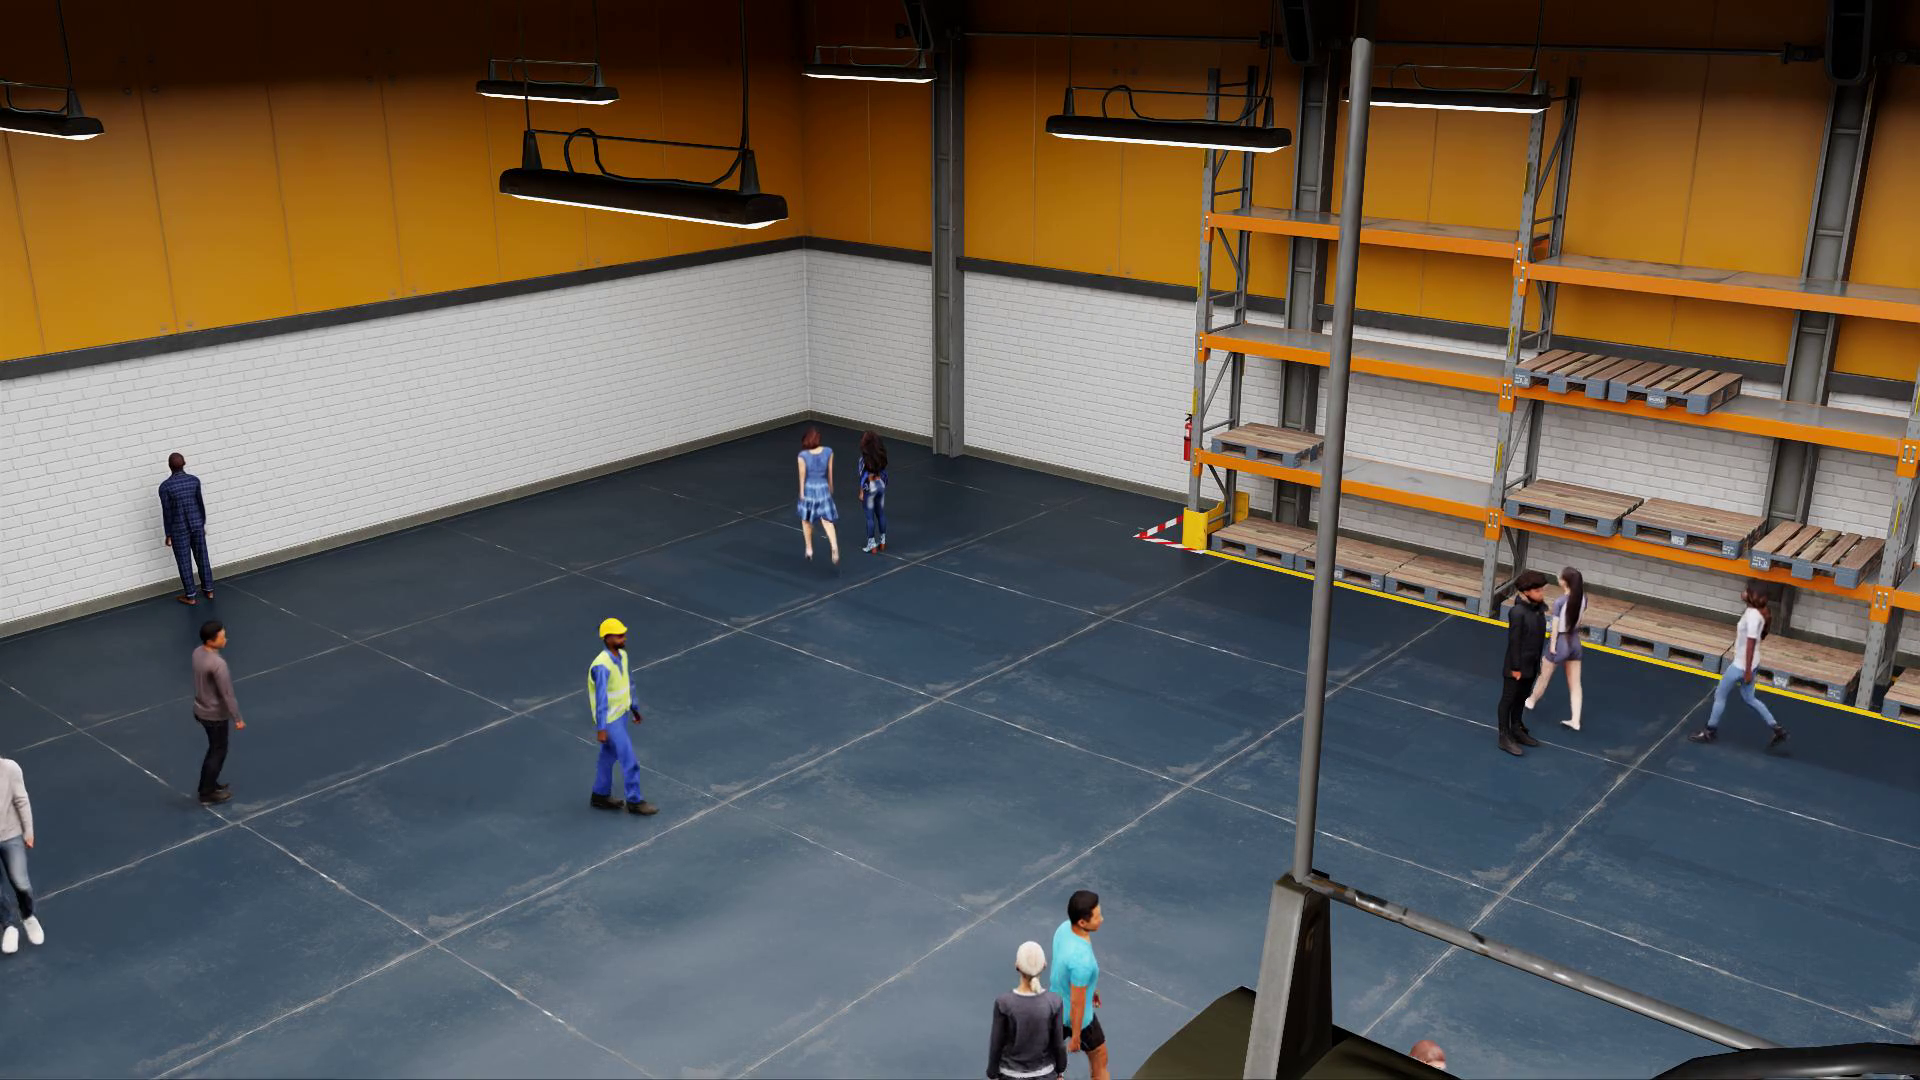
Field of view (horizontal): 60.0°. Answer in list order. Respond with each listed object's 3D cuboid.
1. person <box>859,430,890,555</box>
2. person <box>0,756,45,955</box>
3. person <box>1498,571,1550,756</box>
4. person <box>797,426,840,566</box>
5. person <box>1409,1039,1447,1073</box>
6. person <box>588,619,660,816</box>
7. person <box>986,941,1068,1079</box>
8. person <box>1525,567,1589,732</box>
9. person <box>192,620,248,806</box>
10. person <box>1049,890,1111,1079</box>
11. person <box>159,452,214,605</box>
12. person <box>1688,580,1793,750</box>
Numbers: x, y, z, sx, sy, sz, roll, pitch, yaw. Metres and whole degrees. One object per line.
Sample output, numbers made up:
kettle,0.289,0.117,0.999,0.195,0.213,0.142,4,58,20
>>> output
person,-1.109,-0.631,21.249,0.630,1.620,0.588,-16,24,-39
person,-7.240,2.207,12.476,0.789,1.839,0.777,-9,21,-25
person,5.327,1.129,15.770,0.667,1.781,0.656,-14,23,-36
person,-1.738,-0.489,20.586,0.962,1.774,1.203,-8,20,-22
person,2.451,3.431,9.150,0.872,1.643,1.201,-10,21,-27
person,-3.104,1.540,14.523,1.049,1.797,0.934,3,19,9
person,0.394,3.175,9.789,0.725,1.721,0.797,-1,19,-2
person,5.937,1.083,16.163,0.918,1.617,1.088,-6,19,-17
person,-6.635,1.536,14.642,0.775,1.730,0.567,-8,20,-22
person,0.596,2.985,10.360,1.100,1.717,1.189,-5,19,-15
person,-9.081,-0.157,19.528,0.586,1.819,0.657,14,23,36
person,7.487,1.206,15.684,1.148,1.689,0.723,11,21,29
